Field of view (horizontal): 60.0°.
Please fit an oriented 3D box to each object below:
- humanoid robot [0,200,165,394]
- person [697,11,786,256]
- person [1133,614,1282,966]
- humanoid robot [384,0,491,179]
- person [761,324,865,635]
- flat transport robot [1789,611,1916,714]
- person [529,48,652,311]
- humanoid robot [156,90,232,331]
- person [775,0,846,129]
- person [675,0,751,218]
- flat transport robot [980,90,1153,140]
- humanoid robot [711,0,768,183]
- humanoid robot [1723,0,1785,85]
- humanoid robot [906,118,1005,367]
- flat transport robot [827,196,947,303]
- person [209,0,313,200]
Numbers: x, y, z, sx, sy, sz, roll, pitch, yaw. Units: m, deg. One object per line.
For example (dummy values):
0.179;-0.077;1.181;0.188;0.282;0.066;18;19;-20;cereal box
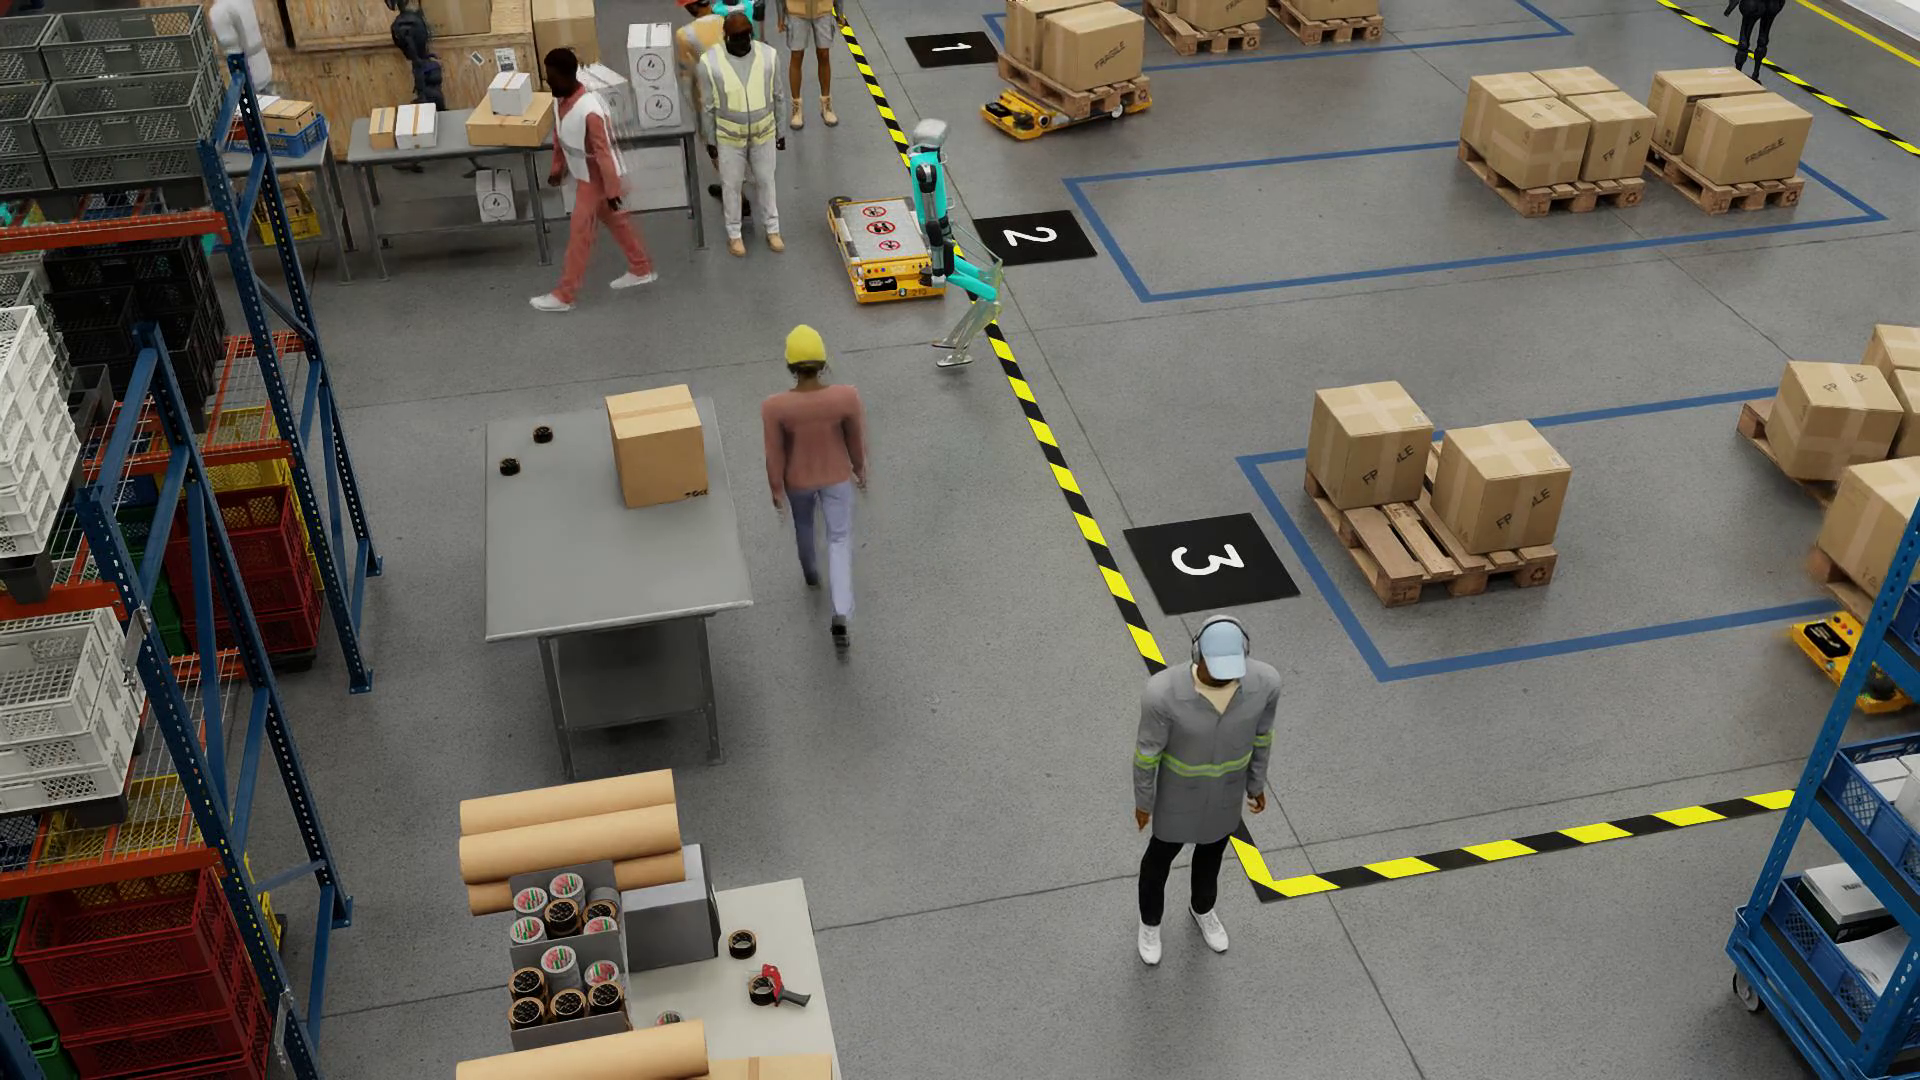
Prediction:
-5.424;-1.497;10.378;0.884;1.816;0.561;-13;38;-16;humanoid robot
-1.580;-2.986;12.257;0.624;1.836;0.430;-11;38;-14;person
0.999;1.035;6.836;0.591;1.851;0.400;-7;37;-9;person
-4.297;-3.676;13.362;0.791;1.616;0.591;-10;38;-13;humanoid robot
-0.754;-0.321;8.755;0.525;1.736;0.841;-4;37;-5;person
5.247;0.535;8.811;1.431;0.197;0.652;-8;37;-10;flat transport robot
-2.676;-2.521;11.602;0.992;1.863;0.628;-18;40;-22;person
-5.288;-2.098;11.225;0.727;1.879;0.543;-2;37;-2;humanoid robot
-1.266;-4.502;14.128;0.607;2.034;0.400;-7;37;-9;person
-1.834;-3.372;12.731;0.607;1.894;0.783;-23;42;-28;person
0.951;-3.899;14.771;1.431;0.197;0.652;-21;41;-25;flat transport robot
-1.834;-3.628;13.228;0.551;1.809;0.767;-17;40;-21;humanoid robot
7.205;-4.902;14.952;0.599;1.655;0.315;-13;39;-17;humanoid robot
0.032;-1.913;10.785;0.735;1.673;0.533;-2;37;-2;humanoid robot
-0.570;-2.220;12.538;0.659;0.231;1.431;-8;37;-10;flat transport robot
-5.653;-3.607;12.944;0.851;2.008;0.624;3;37;4;person
